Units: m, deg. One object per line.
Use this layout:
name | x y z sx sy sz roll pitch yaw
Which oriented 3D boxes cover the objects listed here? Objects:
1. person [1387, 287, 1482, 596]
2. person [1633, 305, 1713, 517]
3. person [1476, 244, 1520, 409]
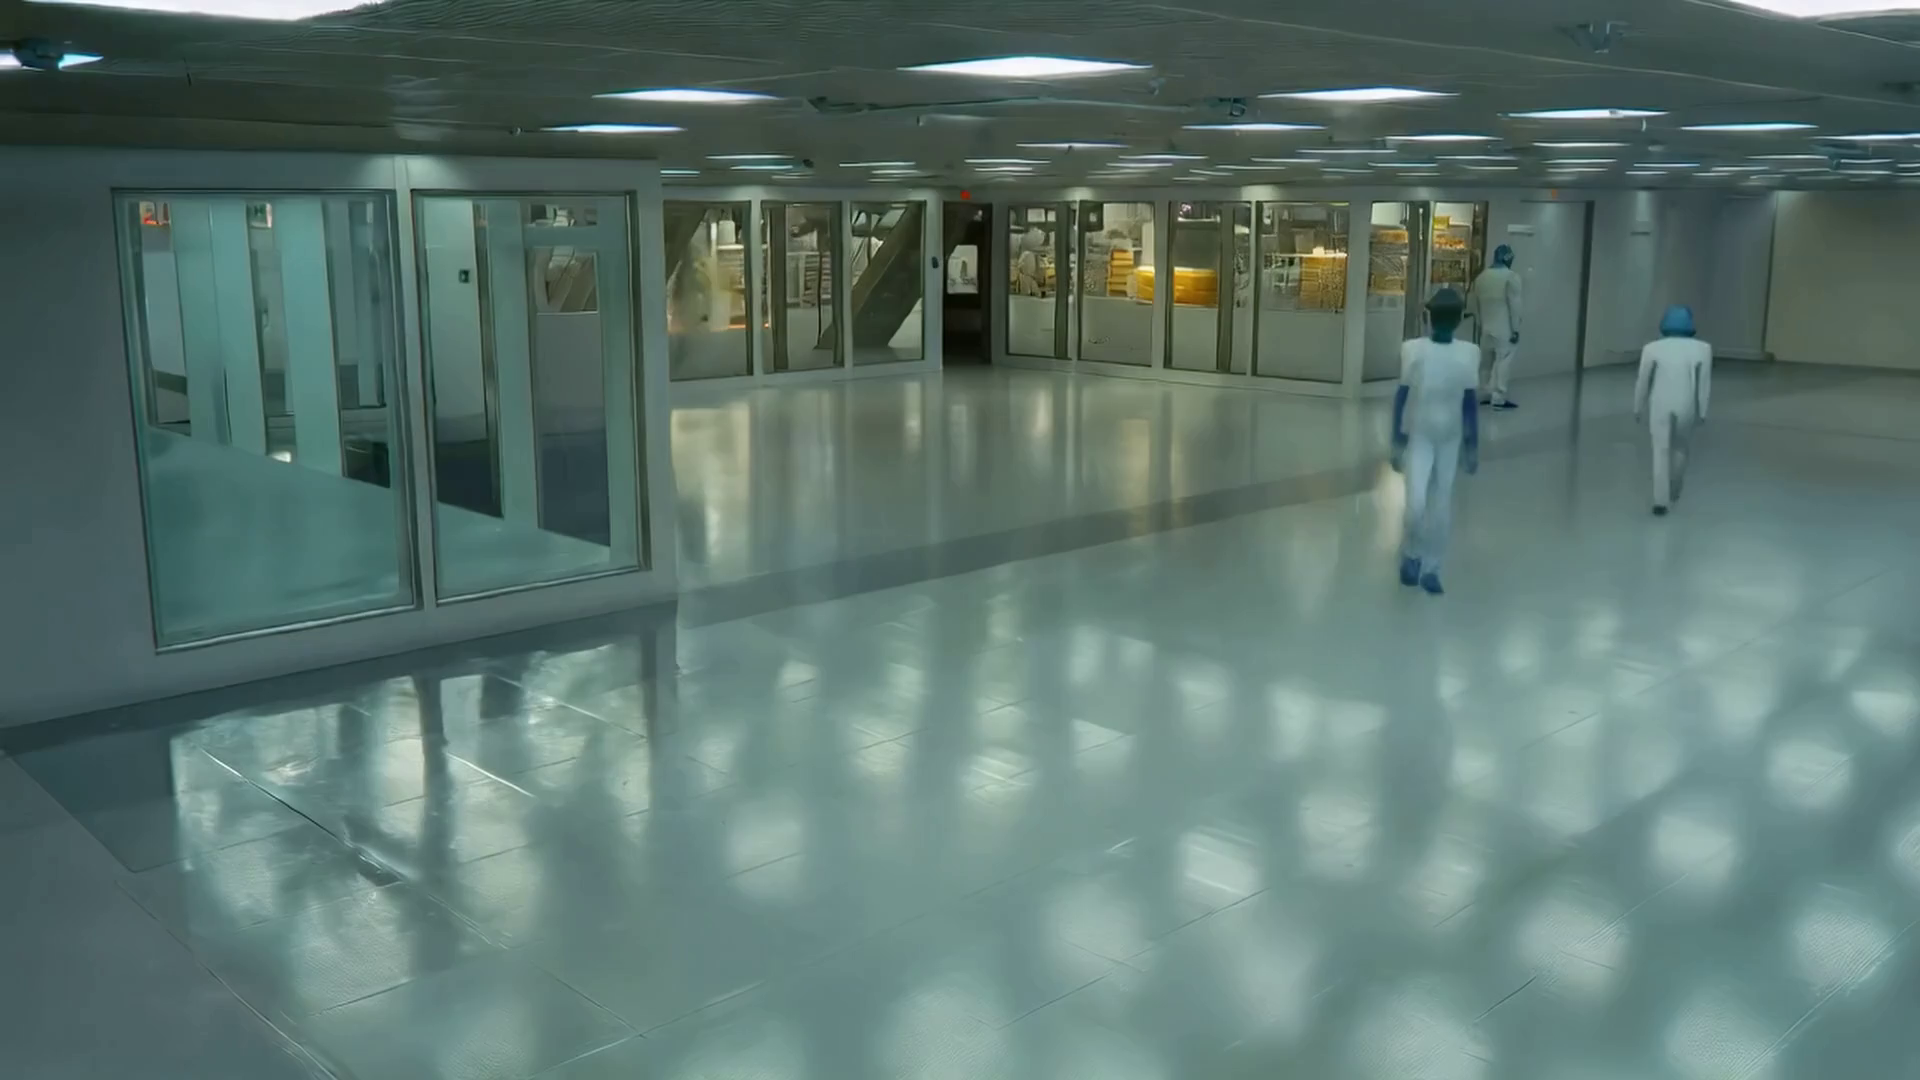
person | 2.869 -0.584 10.013 0.548 1.859 0.385 0 11 0
person | 5.455 -1.000 12.783 0.517 1.587 0.857 3 12 13
person | 6.298 -2.484 19.409 0.409 1.909 0.641 -5 12 -24
